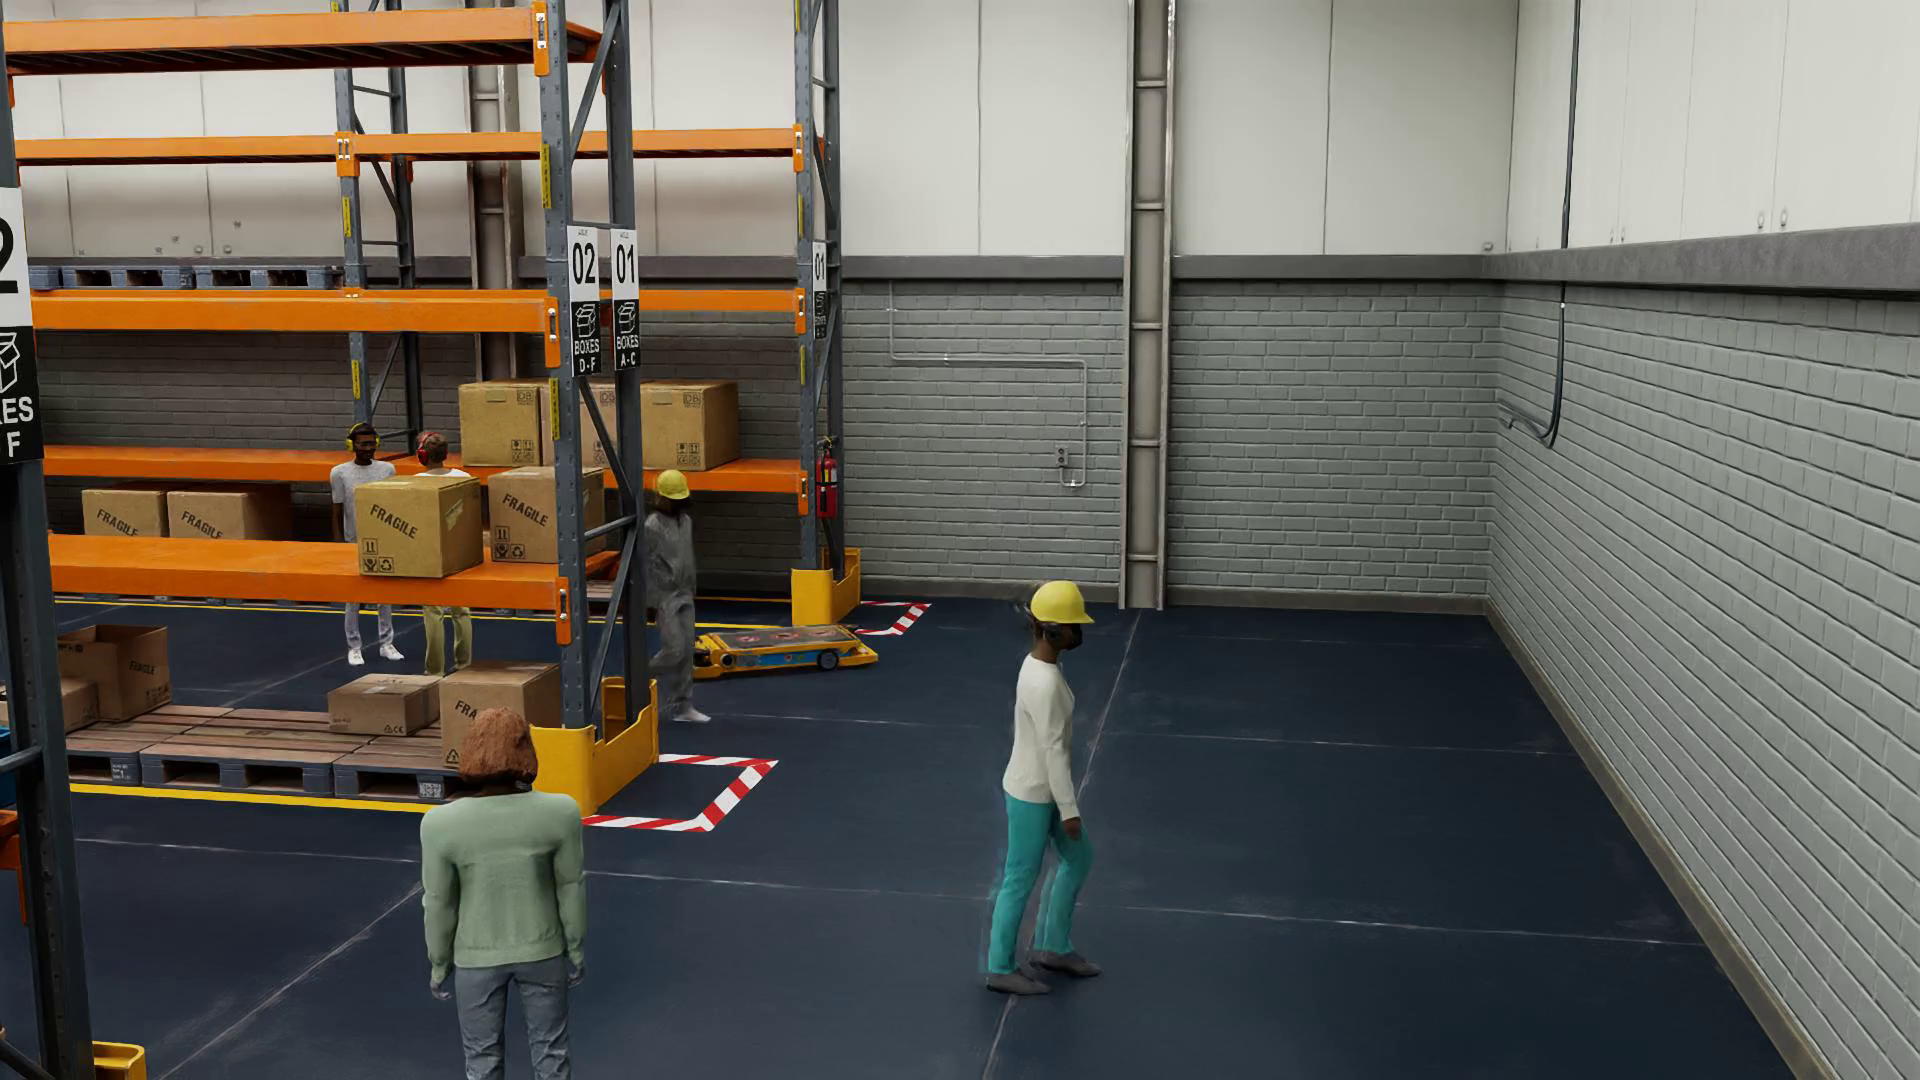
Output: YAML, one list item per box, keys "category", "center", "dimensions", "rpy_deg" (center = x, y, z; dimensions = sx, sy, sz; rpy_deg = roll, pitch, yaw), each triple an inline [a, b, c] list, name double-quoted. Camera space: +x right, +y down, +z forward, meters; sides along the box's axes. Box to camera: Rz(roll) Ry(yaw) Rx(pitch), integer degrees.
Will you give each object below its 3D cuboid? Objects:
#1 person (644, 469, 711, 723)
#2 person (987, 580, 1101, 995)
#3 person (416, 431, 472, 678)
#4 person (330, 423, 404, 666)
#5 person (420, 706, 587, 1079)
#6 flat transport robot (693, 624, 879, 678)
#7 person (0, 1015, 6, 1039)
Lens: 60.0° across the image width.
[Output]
- category: "person"
  center: [-1.914, 0.376, 10.938]
  dimensions: [0.447, 1.713, 0.511]
  rpy_deg: [5, 10, 27]
- category: "person"
  center: [0.387, 1.031, 6.818]
  dimensions: [0.619, 1.744, 0.536]
  rpy_deg: [1, 9, 8]
- category: "person"
  center: [-3.764, 0.133, 12.049]
  dimensions: [0.390, 1.850, 0.564]
  rpy_deg: [7, 11, 36]
- category: "person"
  center: [-4.517, 0.028, 12.683]
  dimensions: [0.510, 1.861, 0.326]
  rpy_deg: [-7, 11, -37]
- category: "person"
  center: [-1.435, 1.332, 5.279]
  dimensions: [0.501, 1.633, 0.288]
  rpy_deg: [-3, 10, -17]
- category: "flat transport robot"
  center: [-1.394, 0.827, 12.628]
  dimensions: [1.431, 0.197, 0.652]
  rpy_deg: [-3, 10, -20]
- category: "person"
  center: [-3.926, 0.996, 6.274]
  dimensions: [0.611, 1.985, 0.393]
  rpy_deg: [4, 10, 22]
